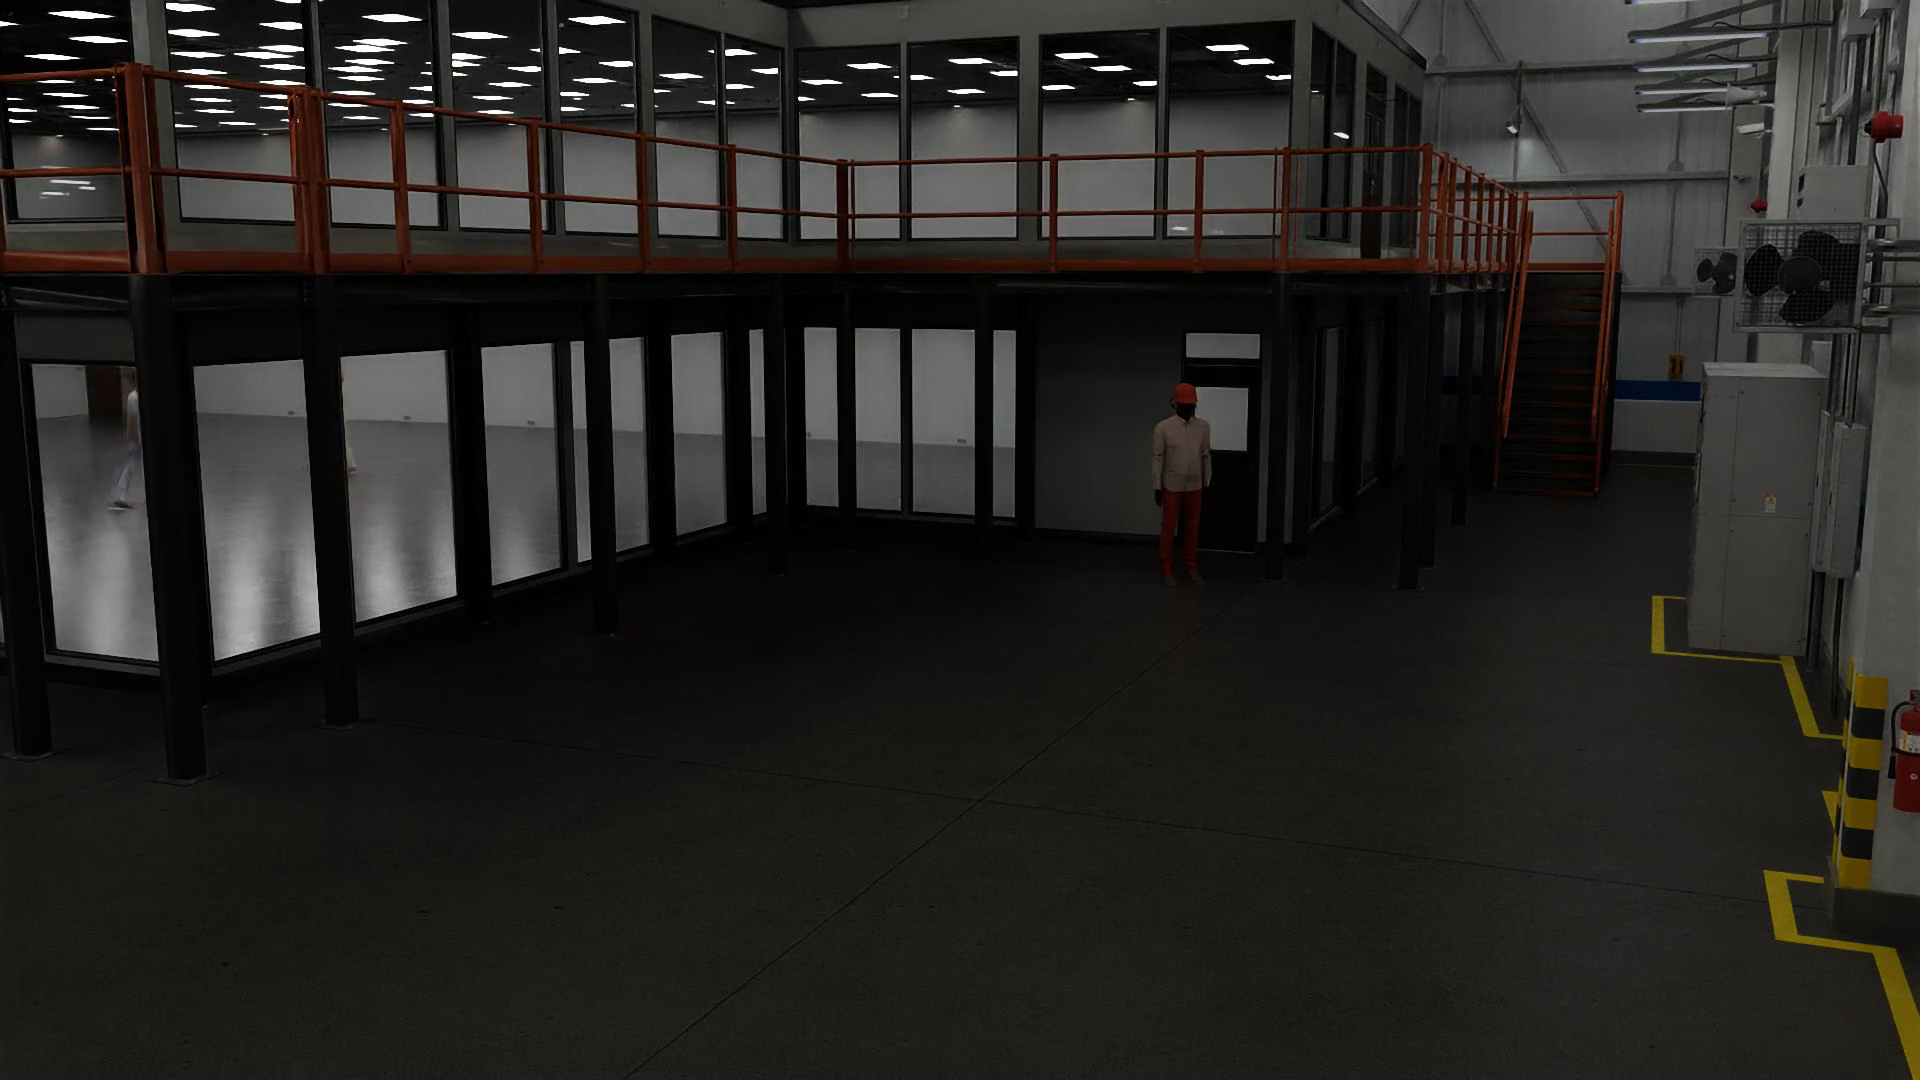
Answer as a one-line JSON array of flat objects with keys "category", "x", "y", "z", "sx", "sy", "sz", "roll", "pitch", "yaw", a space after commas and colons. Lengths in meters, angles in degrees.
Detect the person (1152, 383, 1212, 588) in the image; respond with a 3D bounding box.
[{"category": "person", "x": 2.153, "y": -0.528, "z": 16.084, "sx": 0.614, "sy": 1.988, "sz": 0.407, "roll": -3, "pitch": 10, "yaw": -20}]
